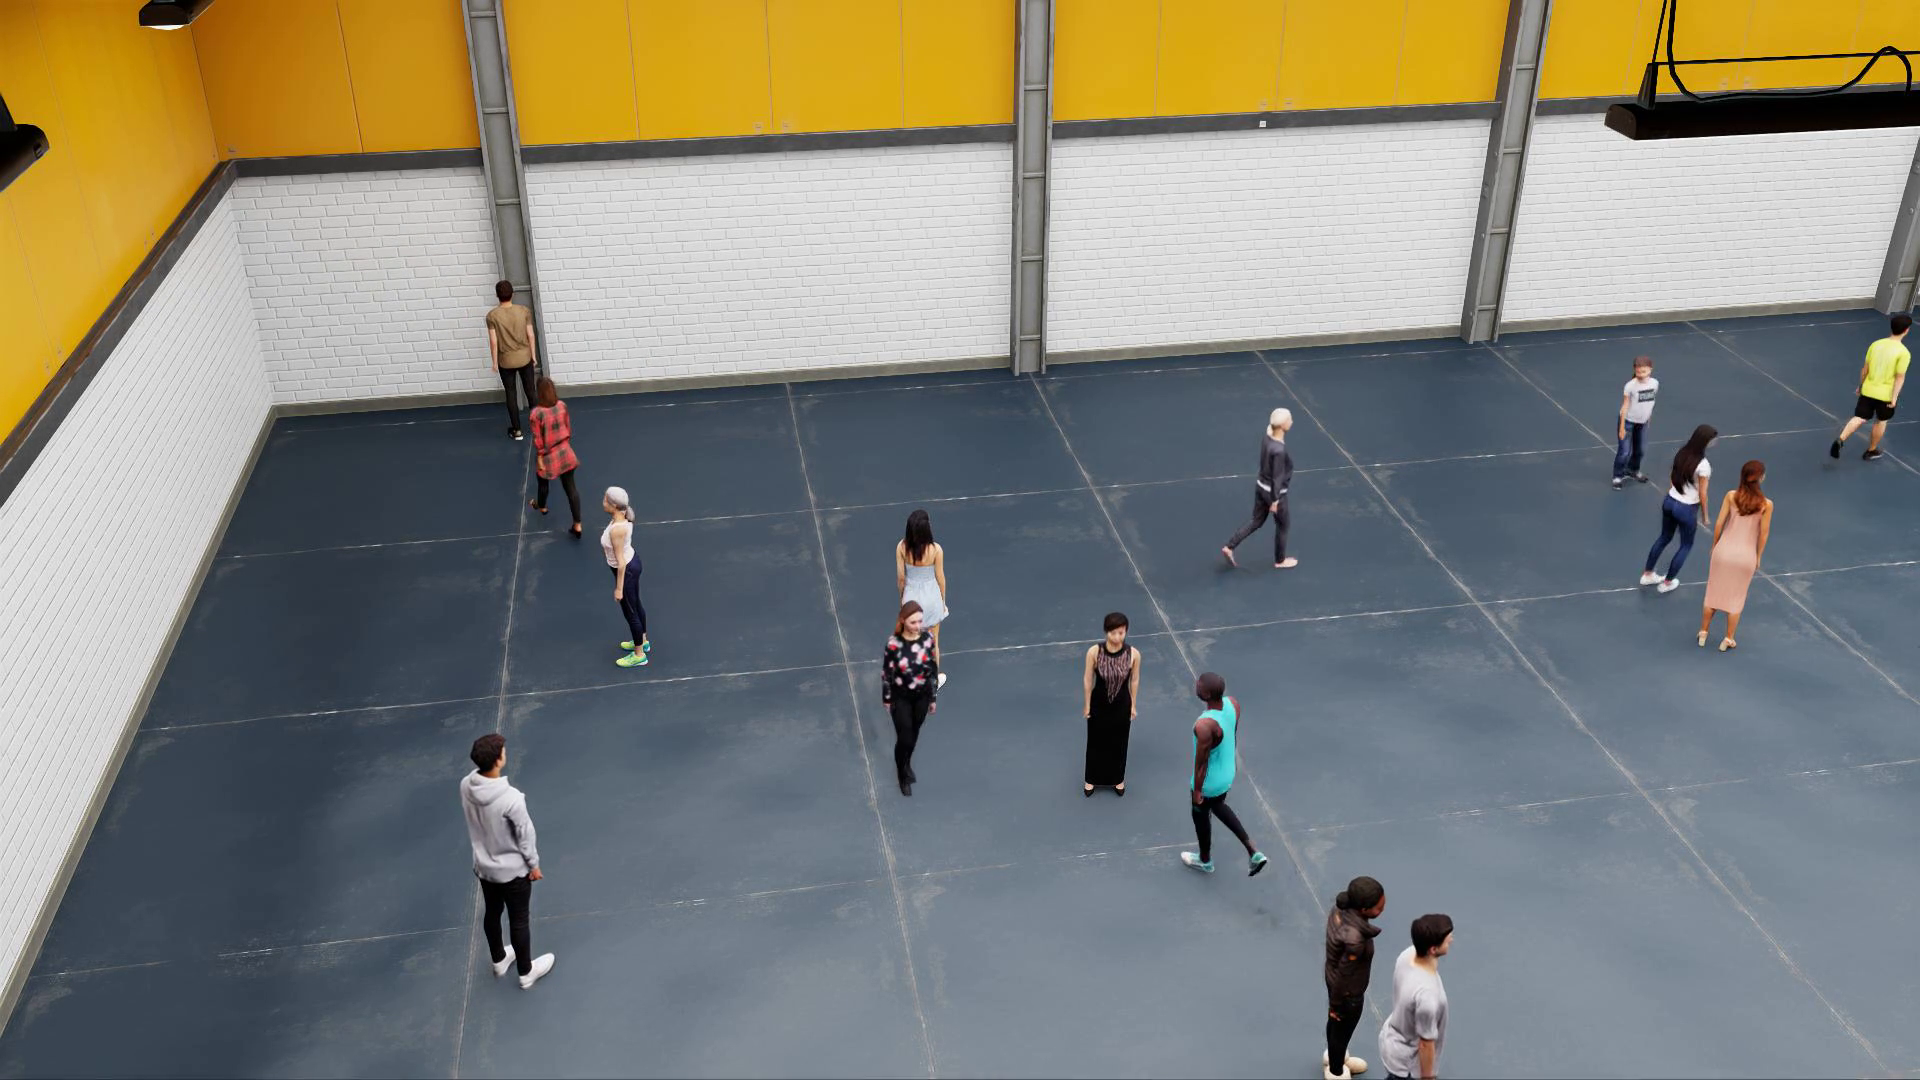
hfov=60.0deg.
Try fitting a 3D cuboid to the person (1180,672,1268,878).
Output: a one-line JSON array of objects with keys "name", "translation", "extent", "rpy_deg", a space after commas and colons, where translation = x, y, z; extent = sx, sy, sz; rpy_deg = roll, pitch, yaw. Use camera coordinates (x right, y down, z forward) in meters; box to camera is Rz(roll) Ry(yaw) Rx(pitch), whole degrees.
[{"name": "person", "translation": [1.873, 1.733, 11.814], "extent": [1.010, 1.785, 1.033], "rpy_deg": [-23, 36, -36]}]

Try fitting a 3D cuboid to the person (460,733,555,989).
[{"name": "person", "translation": [-3.036, 2.115, 10.967], "extent": [0.721, 1.925, 0.822], "rpy_deg": [12, 31, 20]}]

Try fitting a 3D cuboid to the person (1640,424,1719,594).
[{"name": "person", "translation": [6.683, -0.253, 15.487], "extent": [0.565, 1.754, 0.601], "rpy_deg": [-12, 31, -20]}]

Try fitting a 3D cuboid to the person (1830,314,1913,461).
[{"name": "person", "translation": [9.927, -1.601, 18.032], "extent": [1.066, 1.684, 0.864], "rpy_deg": [-17, 33, -28]}]

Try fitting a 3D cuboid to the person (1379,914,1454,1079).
[{"name": "person", "translation": [2.581, 2.910, 9.554], "extent": [0.640, 1.883, 0.719], "rpy_deg": [1, 29, 2]}]

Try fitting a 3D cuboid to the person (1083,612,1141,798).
[{"name": "person", "translation": [1.163, 1.267, 12.860], "extent": [0.491, 1.601, 0.665], "rpy_deg": [0, 29, -1]}]

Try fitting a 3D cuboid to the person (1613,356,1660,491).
[{"name": "person", "translation": [7.123, -1.258, 17.563], "extent": [0.508, 1.530, 0.724], "rpy_deg": [-12, 31, -21]}]

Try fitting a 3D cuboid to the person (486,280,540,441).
[{"name": "person", "translation": [-4.987, -2.022, 18.630], "extent": [0.596, 1.851, 0.775], "rpy_deg": [-12, 31, -21]}]

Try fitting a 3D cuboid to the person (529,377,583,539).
[{"name": "person", "translation": [-3.991, -0.785, 16.572], "extent": [1.129, 1.650, 1.073], "rpy_deg": [-24, 37, -37]}]

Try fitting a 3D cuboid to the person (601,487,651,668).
[{"name": "person", "translation": [-2.909, 0.303, 14.523], "extent": [0.567, 1.702, 0.632], "rpy_deg": [-1, 29, -2]}]

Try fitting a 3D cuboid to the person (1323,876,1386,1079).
[{"name": "person", "translation": [2.345, 2.716, 10.144], "extent": [0.620, 1.659, 0.680], "rpy_deg": [-5, 29, -8]}]

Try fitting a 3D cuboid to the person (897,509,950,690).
[{"name": "person", "translation": [-0.329, 0.512, 14.110], "extent": [0.581, 1.730, 0.715], "rpy_deg": [5, 29, 9]}]

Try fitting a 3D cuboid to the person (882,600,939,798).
[{"name": "person", "translation": [-0.418, 1.159, 12.990], "extent": [0.649, 1.667, 0.703], "rpy_deg": [-12, 31, -21]}]

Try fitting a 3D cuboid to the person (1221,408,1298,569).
[{"name": "person", "translation": [2.907, -0.475, 15.948], "extent": [1.027, 1.703, 0.691], "rpy_deg": [-9, 30, -15]}]

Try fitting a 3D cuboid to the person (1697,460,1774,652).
[{"name": "person", "translation": [6.840, 0.141, 14.684], "extent": [0.655, 1.831, 0.708], "rpy_deg": [20, 34, 32]}]
